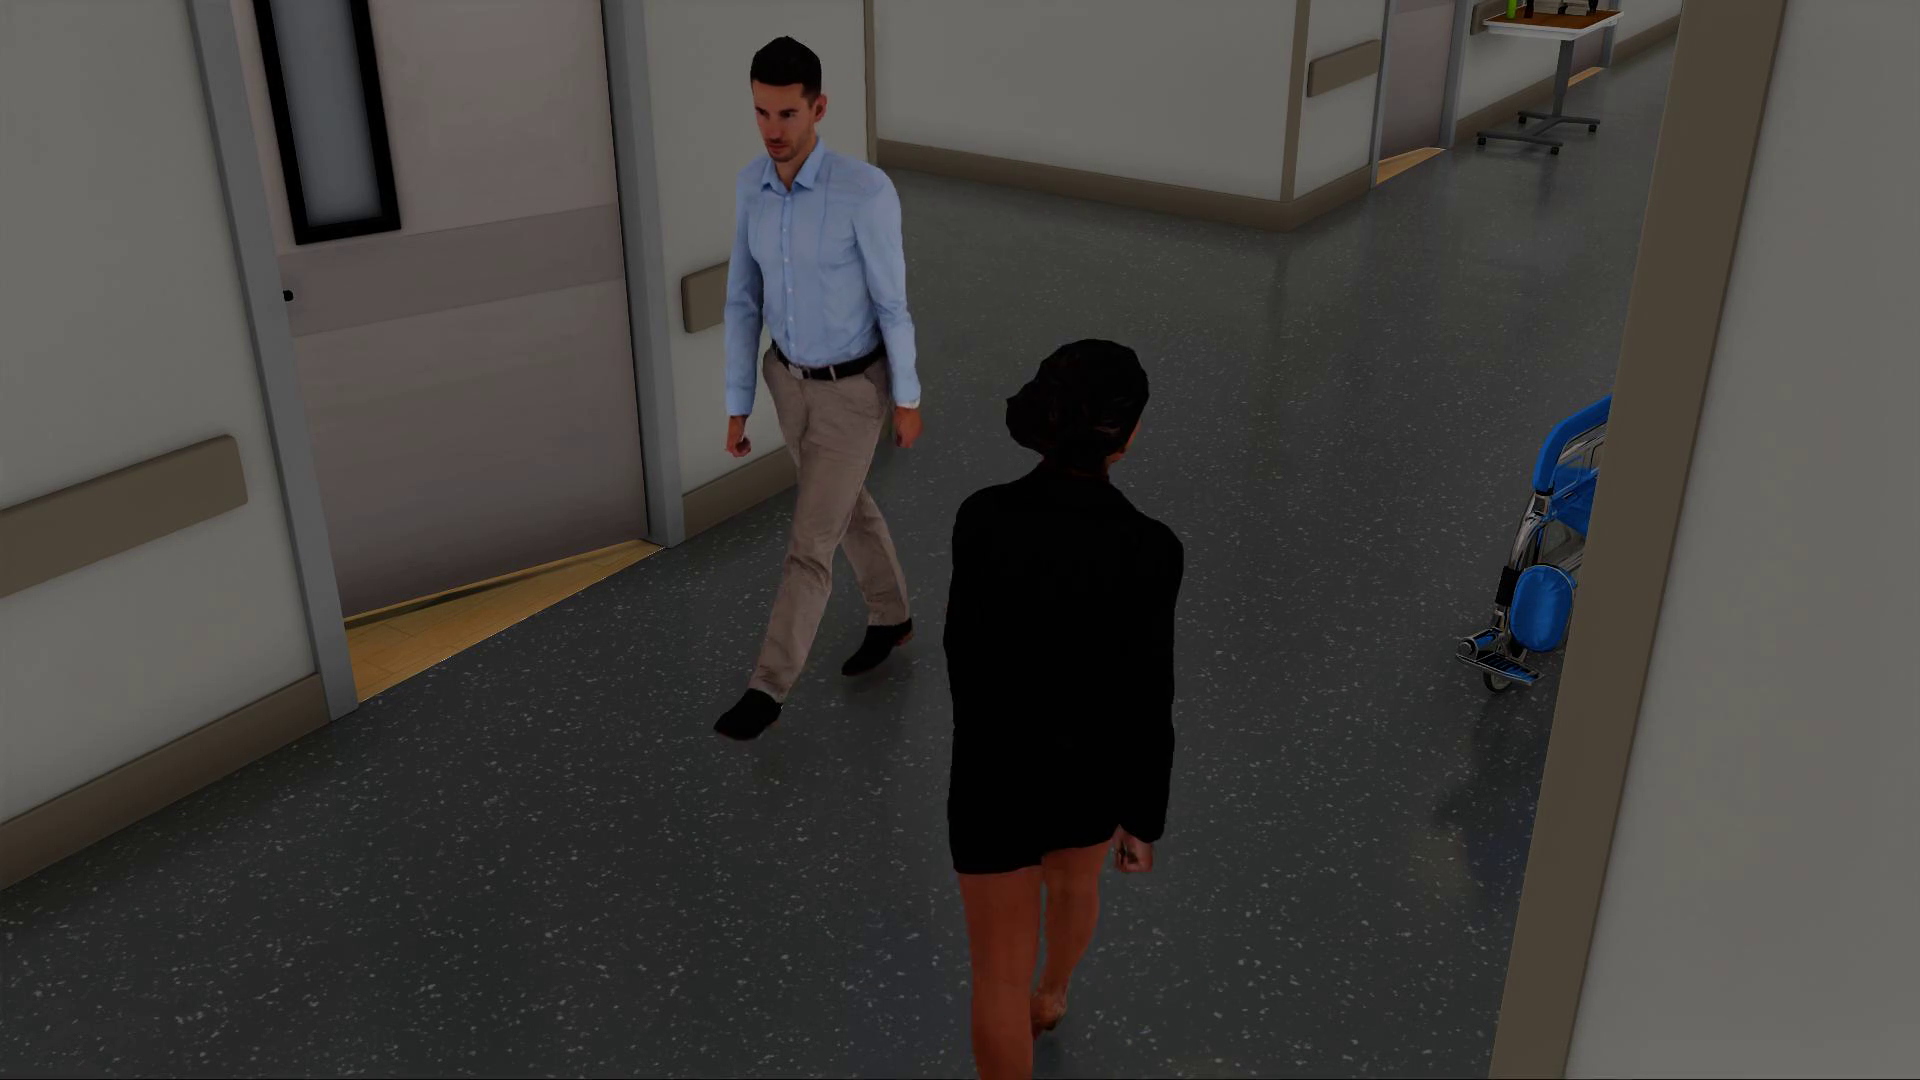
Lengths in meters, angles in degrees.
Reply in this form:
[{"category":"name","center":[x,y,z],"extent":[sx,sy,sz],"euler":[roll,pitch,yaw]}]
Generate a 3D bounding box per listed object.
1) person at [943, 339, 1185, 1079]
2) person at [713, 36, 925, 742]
[{"category":"person","center":[0.135,0.495,2.824],"extent":[0.896,1.594,1.095],"euler":[2,26,3]},{"category":"person","center":[-0.307,-0.413,4.470],"extent":[0.657,1.799,1.119],"euler":[15,29,28]}]
